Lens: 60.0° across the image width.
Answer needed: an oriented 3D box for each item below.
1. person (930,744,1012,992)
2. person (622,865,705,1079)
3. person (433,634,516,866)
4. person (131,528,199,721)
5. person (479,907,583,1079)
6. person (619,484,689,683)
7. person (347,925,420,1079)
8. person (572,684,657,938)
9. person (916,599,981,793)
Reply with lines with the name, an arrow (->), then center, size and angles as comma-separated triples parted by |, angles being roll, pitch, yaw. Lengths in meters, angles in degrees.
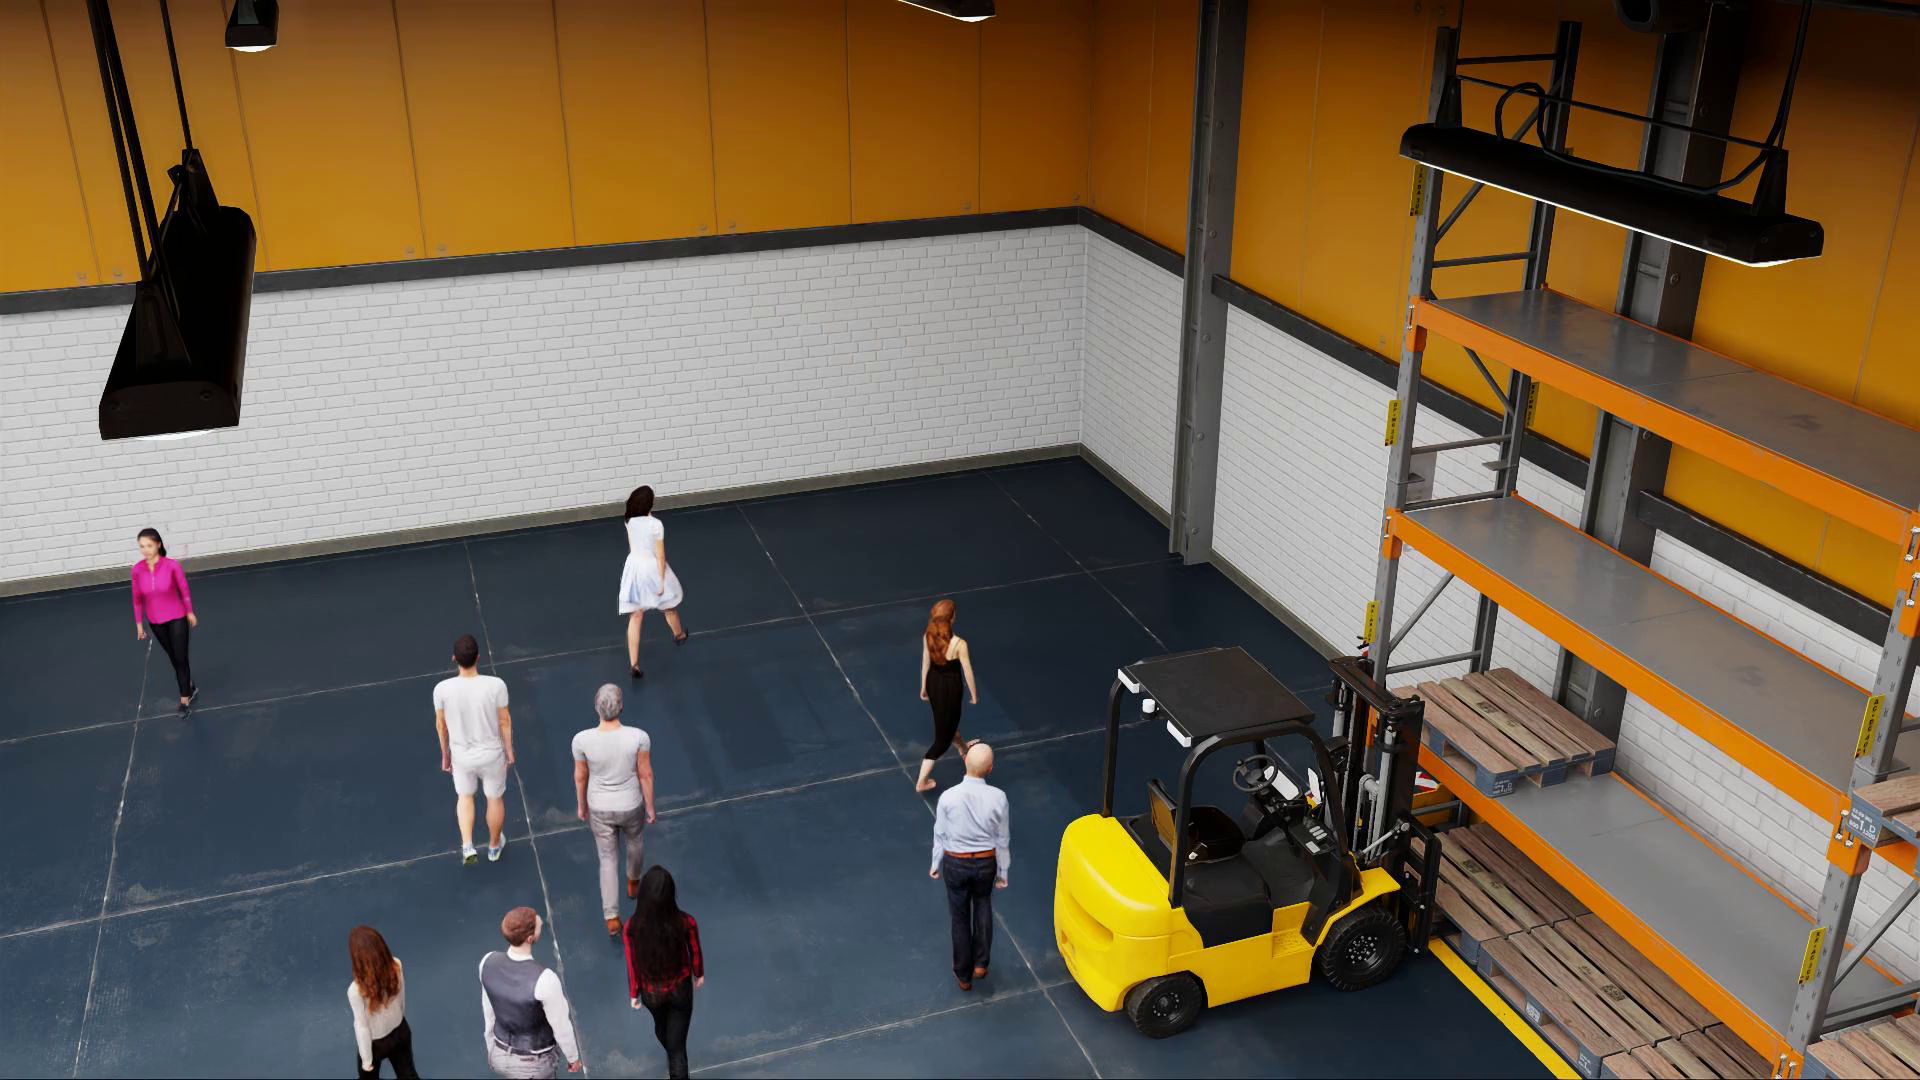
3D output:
person -> 0.085, 2.183, 10.781 | 0.720, 1.771, 0.711 | -5, 24, -11
person -> -1.710, 2.717, 9.755 | 0.759, 1.614, 1.105 | -3, 24, -6
person -> -3.512, 1.580, 12.067 | 0.779, 1.846, 0.921 | -3, 24, -7
person -> -6.828, 0.653, 14.396 | 0.741, 1.678, 0.970 | -2, 24, -5
person -> -2.417, 2.859, 9.040 | 0.787, 1.927, 0.850 | 9, 25, 21
person -> -2.835, 0.425, 14.812 | 1.125, 1.763, 1.248 | 8, 25, 17
person -> -3.252, 2.888, 9.564 | 0.992, 1.454, 0.866 | 14, 27, 30
person -> -2.372, 1.882, 11.437 | 0.865, 1.797, 1.222 | -3, 24, -7
person -> -0.171, 1.262, 13.133 | 1.109, 1.575, 1.044 | 16, 28, 33
